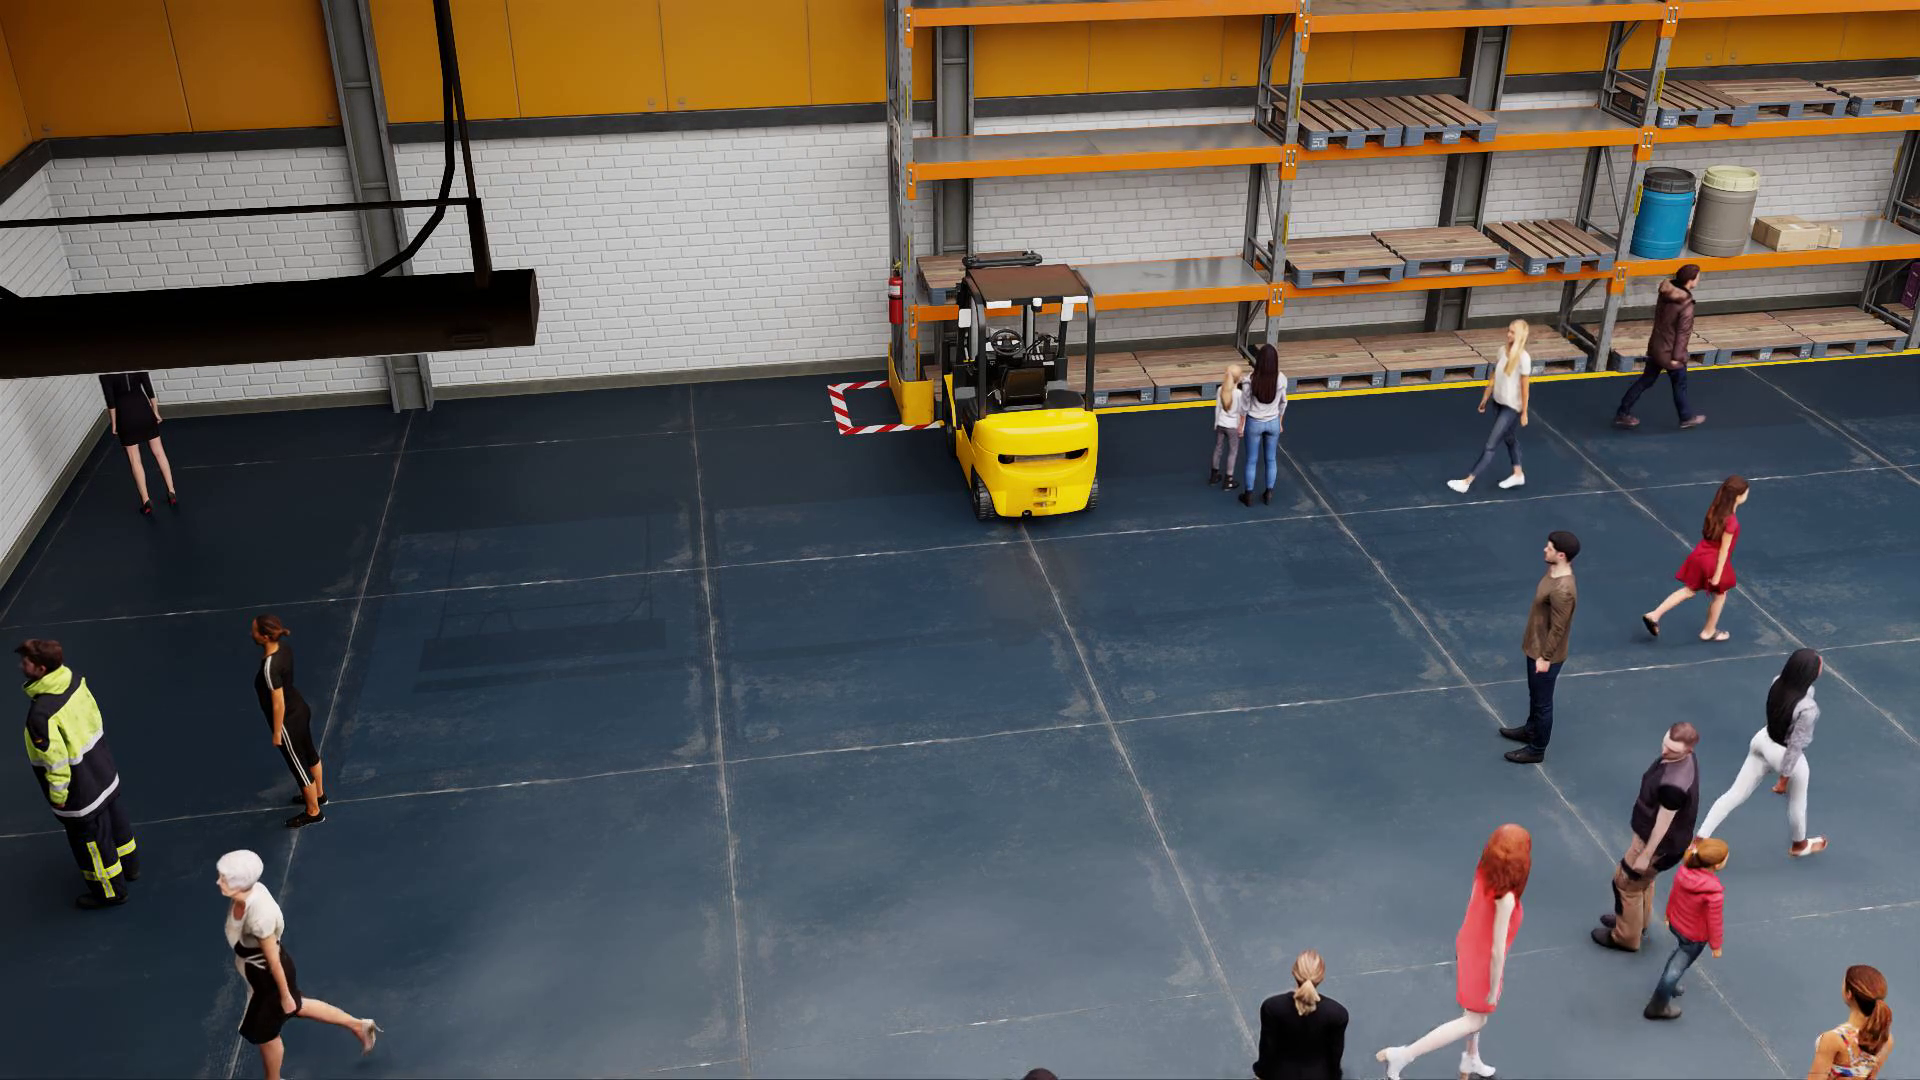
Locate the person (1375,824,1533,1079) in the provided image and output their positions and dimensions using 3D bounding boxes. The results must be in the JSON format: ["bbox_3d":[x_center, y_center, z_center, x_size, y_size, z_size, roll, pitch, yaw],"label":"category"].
[{"bbox_3d":[2.816,2.374,9.297,1.028,1.807,0.678,2,29,3],"label":"person"}]

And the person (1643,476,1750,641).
[{"bbox_3d":[6.071,0.181,13.615,0.973,1.523,0.541,-4,29,-8],"label":"person"}]

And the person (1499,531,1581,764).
[{"bbox_3d":[4.285,0.773,12.149,0.684,1.887,0.721,5,29,9],"label":"person"}]

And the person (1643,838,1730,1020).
[{"bbox_3d":[4.272,2.332,9.899,0.550,1.306,0.528,-4,29,-6],"label":"person"}]

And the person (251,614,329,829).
[{"bbox_3d":[-4.654,1.228,11.543,0.509,1.669,0.577,-4,29,-7],"label":"person"}]

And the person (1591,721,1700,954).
[{"bbox_3d":[4.366,1.861,10.244,0.880,1.801,0.836,19,34,31],"label":"person"}]

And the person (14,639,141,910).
[{"bbox_3d":[-5.708,1.484,10.742,0.674,1.985,0.797,-1,29,-3],"label":"person"}]

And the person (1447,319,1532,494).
[{"bbox_3d":[5.334,-1.262,16.001,1.144,1.771,0.681,-7,29,-13],"label":"person"}]

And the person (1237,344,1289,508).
[{"bbox_3d":[2.883,-1.091,15.830,0.448,1.633,0.664,-4,29,-7],"label":"person"}]

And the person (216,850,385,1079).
[{"bbox_3d":[-3.735,2.423,9.292,1.135,1.727,0.861,-15,32,-25],"label":"person"}]

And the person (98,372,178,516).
[{"bbox_3d":[-7.772,-1.104,15.678,0.626,1.803,0.731,-25,37,-38],"label":"person"}]

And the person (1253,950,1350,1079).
[{"bbox_3d":[1.741,2.807,8.609,0.582,1.706,0.734,4,29,7],"label":"person"}]

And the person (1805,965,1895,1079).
[{"bbox_3d":[4.354,2.968,8.259,0.600,1.759,0.705,-7,29,-13],"label":"person"}]

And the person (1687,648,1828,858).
[{"bbox_3d":[5.346,1.486,11.067,1.227,1.672,0.637,-4,29,-7],"label":"person"}]

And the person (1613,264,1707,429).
[{"bbox_3d":[7.266,-1.966,17.268,1.165,1.793,0.734,-5,29,-8],"label":"person"}]

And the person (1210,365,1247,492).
[{"bbox_3d":[2.619,-1.106,16.234,0.576,1.274,0.620,25,37,37],"label":"person"}]
